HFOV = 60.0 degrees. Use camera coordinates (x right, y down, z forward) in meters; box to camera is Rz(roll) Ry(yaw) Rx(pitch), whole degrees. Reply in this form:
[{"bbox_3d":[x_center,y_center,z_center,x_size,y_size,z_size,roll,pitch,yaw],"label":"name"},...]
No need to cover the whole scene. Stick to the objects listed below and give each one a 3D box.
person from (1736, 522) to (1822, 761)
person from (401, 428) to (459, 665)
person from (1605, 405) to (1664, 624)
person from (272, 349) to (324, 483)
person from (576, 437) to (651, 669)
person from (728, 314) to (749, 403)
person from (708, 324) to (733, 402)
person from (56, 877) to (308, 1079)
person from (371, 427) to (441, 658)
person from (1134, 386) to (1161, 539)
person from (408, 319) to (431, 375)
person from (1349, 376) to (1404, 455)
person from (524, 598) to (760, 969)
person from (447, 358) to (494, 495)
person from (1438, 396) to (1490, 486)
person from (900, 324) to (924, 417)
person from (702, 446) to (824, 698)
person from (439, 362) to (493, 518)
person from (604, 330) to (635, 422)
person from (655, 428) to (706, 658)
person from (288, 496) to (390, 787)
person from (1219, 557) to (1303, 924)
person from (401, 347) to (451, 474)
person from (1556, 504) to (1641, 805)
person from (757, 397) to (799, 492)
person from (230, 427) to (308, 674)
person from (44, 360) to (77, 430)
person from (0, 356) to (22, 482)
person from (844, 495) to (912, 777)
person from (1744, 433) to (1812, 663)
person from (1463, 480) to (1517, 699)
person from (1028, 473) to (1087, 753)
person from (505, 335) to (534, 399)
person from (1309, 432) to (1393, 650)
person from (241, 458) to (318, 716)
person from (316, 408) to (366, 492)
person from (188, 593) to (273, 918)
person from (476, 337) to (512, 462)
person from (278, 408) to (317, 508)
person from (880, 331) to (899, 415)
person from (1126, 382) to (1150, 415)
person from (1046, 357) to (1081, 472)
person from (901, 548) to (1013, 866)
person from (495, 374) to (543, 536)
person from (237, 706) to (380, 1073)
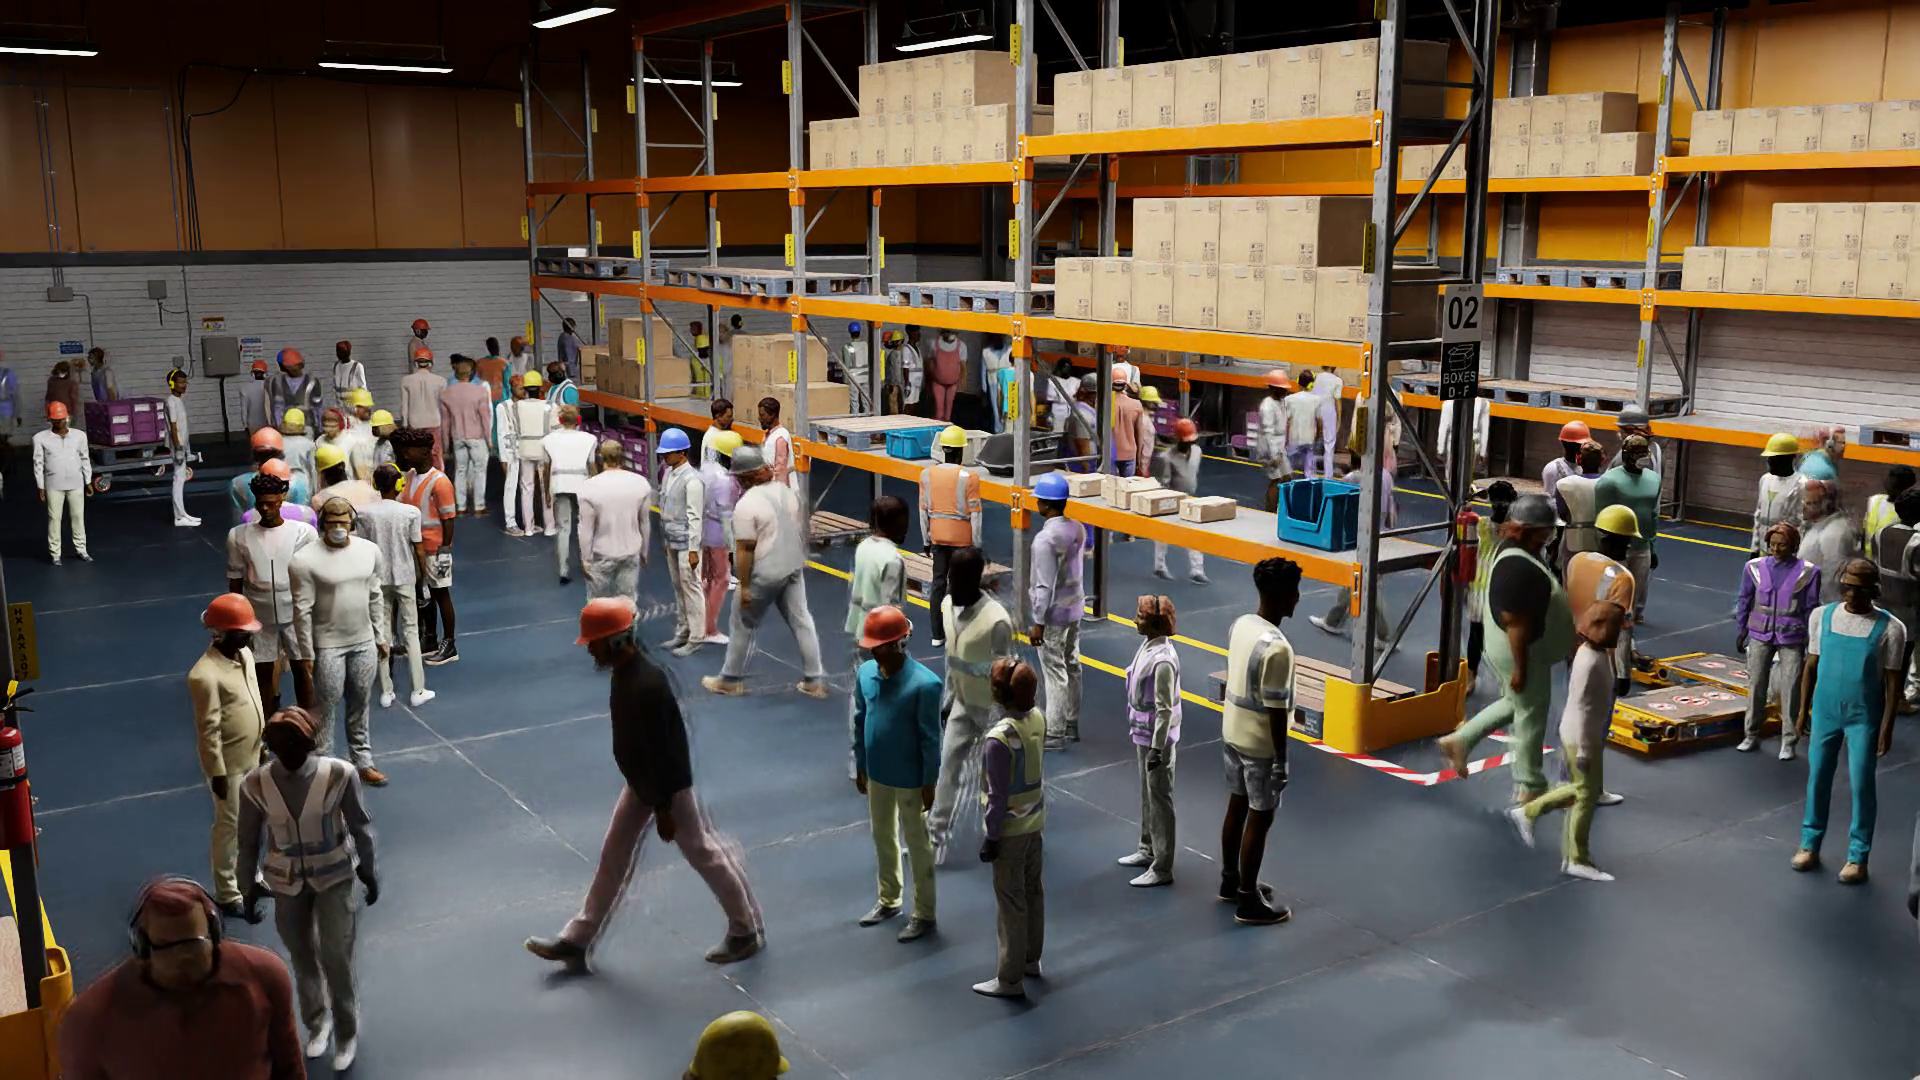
[{"bbox_3d":[5.599,0.682,11.416,0.524,1.631,0.319,9,14,37],"label":"person"},{"bbox_3d":[-4.415,0.050,13.784,0.614,1.964,0.361,10,15,41],"label":"person"},{"bbox_3d":[5.988,-0.216,14.958,0.536,2.000,0.687,11,15,44],"label":"person"},{"bbox_3d":[-8.681,-1.538,21.884,0.593,1.992,1.057,-1,11,-7],"label":"person"},{"bbox_3d":[-2.805,0.122,13.519,0.643,1.923,0.425,-6,13,-29],"label":"person"},{"bbox_3d":[-4.166,-3.284,31.111,0.514,1.866,0.332,0,11,2],"label":"person"},{"bbox_3d":[-4.059,-2.799,28.669,0.641,1.852,1.007,4,12,18],"label":"person"},{"bbox_3d":[-2.177,1.862,4.795,0.651,1.852,0.955,-7,13,-32],"label":"person"},{"bbox_3d":[-4.663,0.013,14.012,0.379,1.958,0.600,7,13,30],"label":"person"},{"bbox_3d":[2.130,-0.903,19.191,0.336,1.764,0.532,2,11,12],"label":"person"},{"bbox_3d":[-9.033,-2.715,27.899,0.406,1.986,0.612,0,11,0],"label":"person"},{"bbox_3d":[5.162,-1.231,20.675,0.631,1.842,0.429,-3,11,-13],"label":"person"},{"bbox_3d":[-1.547,1.200,8.139,1.177,1.877,0.630,-5,12,-26],"label":"person"},{"bbox_3d":[-6.603,-1.544,22.385,0.642,1.797,0.908,-1,11,-5],"label":"person"},{"bbox_3d":[6.023,-1.082,19.856,0.592,1.863,0.761,0,11,1],"label":"person"},{"bbox_3d":[-0.777,-2.571,27.207,0.361,1.963,0.629,3,11,15],"label":"person"},{"bbox_3d":[-1.492,0.212,12.769,0.898,2.000,0.717,8,13,34],"label":"person"},{"bbox_3d":[-6.066,-1.218,20.396,0.656,1.917,0.449,1,11,8],"label":"person"},{"bbox_3d":[-6.186,-3.010,29.851,0.728,1.802,0.616,-1,11,-5],"label":"person"},{"bbox_3d":[-2.348,0.018,14.036,0.412,1.939,0.604,-7,13,-31],"label":"person"},{"bbox_3d":[-3.957,0.673,10.678,0.375,1.936,0.628,9,14,38],"label":"person"},{"bbox_3d":[1.584,1.044,8.743,0.389,1.958,0.599,-3,11,-13],"label":"person"},{"bbox_3d":[-7.007,-1.532,21.851,0.637,1.986,0.414,-3,11,-14],"label":"person"},{"bbox_3d":[4.036,0.721,10.491,0.401,1.917,0.592,-3,11,-14],"label":"person"},{"bbox_3d":[-1.831,-0.478,16.655,0.410,1.908,0.598,-3,12,-17],"label":"person"},{"bbox_3d":[-5.510,0.108,13.354,0.607,2.028,0.510,0,11,0],"label":"person"},{"bbox_3d":[-13.147,-1.821,24.278,0.559,1.603,0.420,3,11,16],"label":"person"},{"bbox_3d":[-13.400,-1.744,23.107,0.580,1.910,0.577,0,11,-1],"label":"person"},{"bbox_3d":[-0.427,0.632,10.965,0.650,1.896,0.613,-6,13,-28],"label":"person"},{"bbox_3d":[6.815,0.062,13.854,0.401,1.919,0.594,-3,11,-14],"label":"person"},{"bbox_3d":[4.112,0.380,12.786,0.535,1.700,0.318,5,12,23],"label":"person"},{"bbox_3d":[0.659,0.500,11.527,0.396,1.949,0.602,6,13,28],"label":"person"},{"bbox_3d":[-6.884,-2.354,26.438,0.596,1.843,0.943,4,12,19],"label":"person"},{"bbox_3d":[3.439,-0.020,14.377,0.608,1.871,0.983,-9,14,-39],"label":"person"},{"bbox_3d":[-5.027,0.356,12.343,0.548,1.924,0.387,-8,14,-37],"label":"person"},{"bbox_3d":[-6.242,-0.465,16.906,0.585,1.787,0.951,7,13,31],"label":"person"},{"bbox_3d":[-3.829,1.132,8.829,0.355,1.742,0.574,0,11,1],"label":"person"},{"bbox_3d":[-6.930,-2.095,24.942,0.625,1.895,0.487,4,12,18],"label":"person"},{"bbox_3d":[-6.916,-0.506,17.292,0.493,1.720,0.414,-3,11,-13],"label":"person"},{"bbox_3d":[-1.181,-2.692,28.417,0.354,1.737,0.573,-1,11,-4],"label":"person"},{"bbox_3d":[2.202,-1.170,20.901,0.314,1.631,0.519,-6,12,-27],"label":"person"},{"bbox_3d":[1.502,-1.818,24.080,0.534,1.684,0.407,-3,12,-16],"label":"person"},{"bbox_3d":[0.060,0.955,9.419,0.960,1.859,0.606,-8,14,-35],"label":"person"},{"bbox_3d":[-5.122,-0.987,19.328,0.347,1.879,0.579,8,13,34],"label":"person"},{"bbox_3d":[-2.815,1.505,7.187,0.560,1.622,0.549,-2,11,-9],"label":"person"}]
